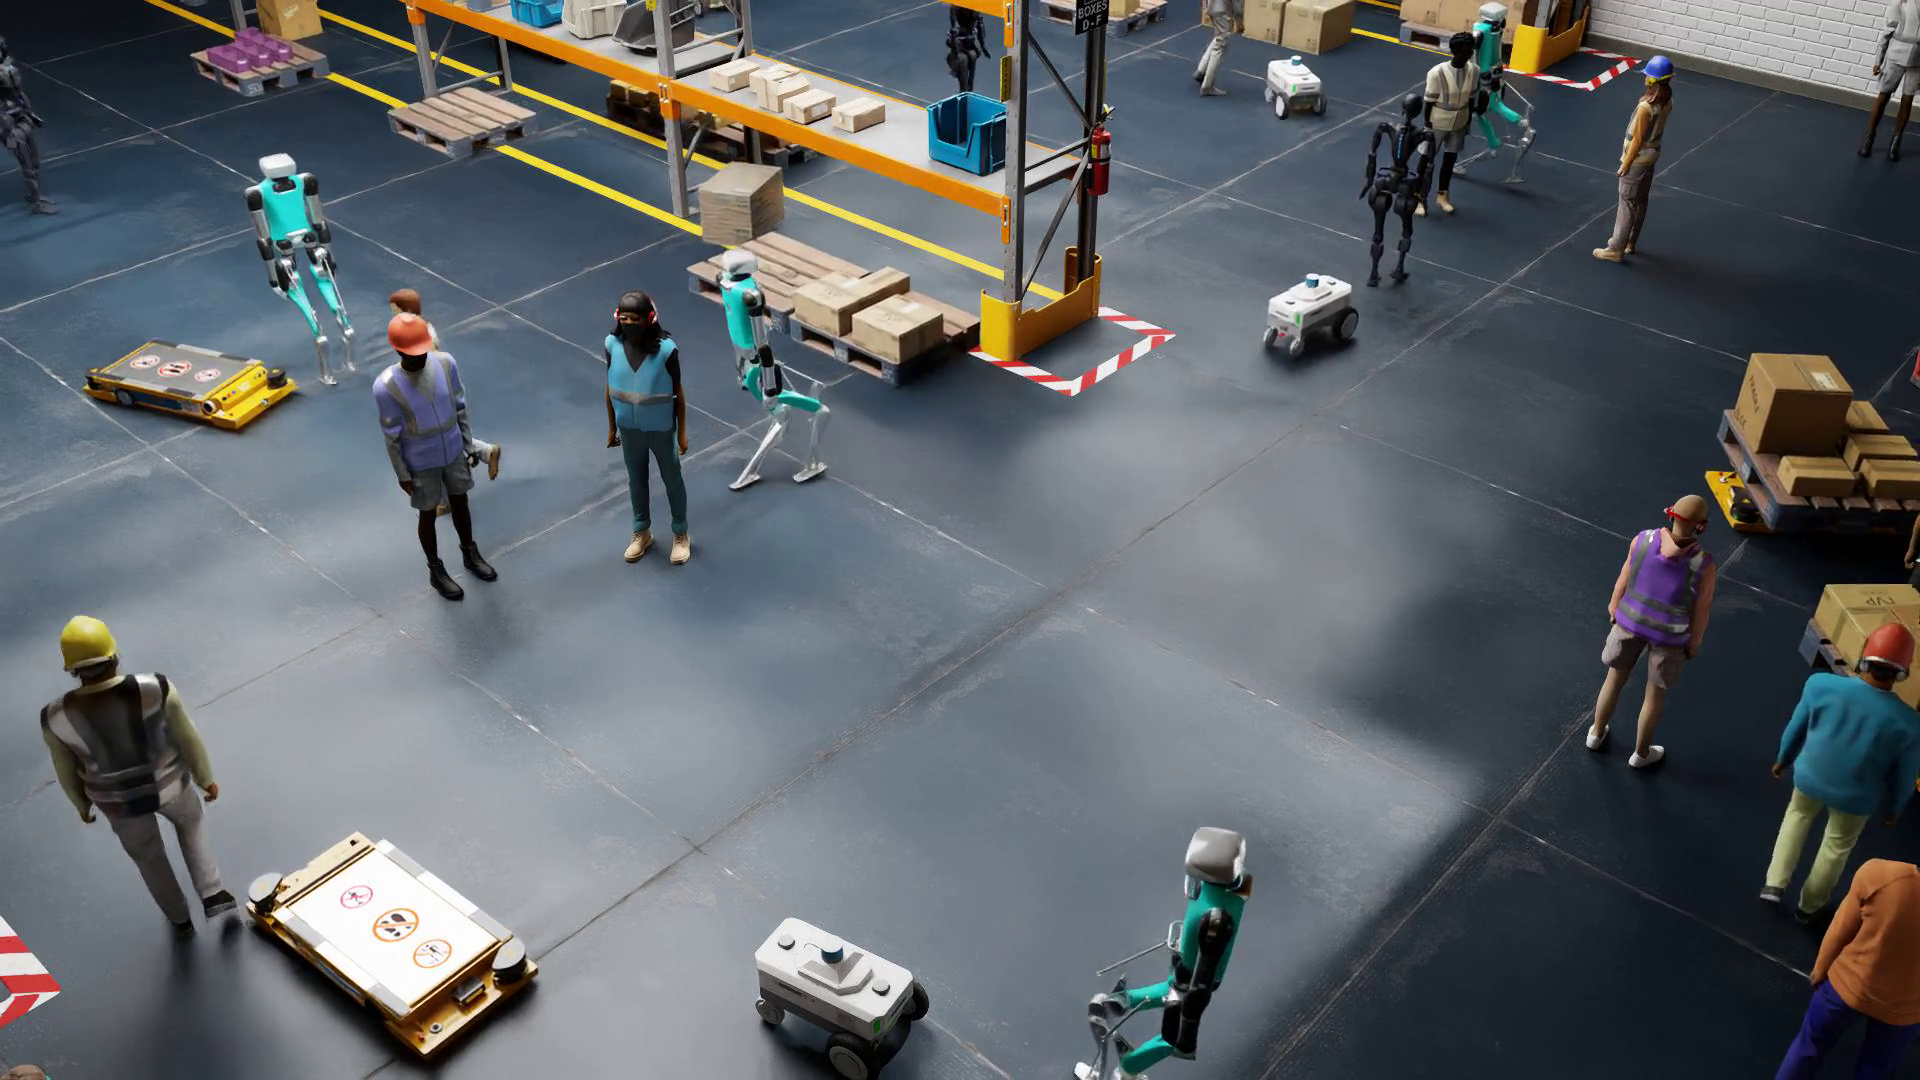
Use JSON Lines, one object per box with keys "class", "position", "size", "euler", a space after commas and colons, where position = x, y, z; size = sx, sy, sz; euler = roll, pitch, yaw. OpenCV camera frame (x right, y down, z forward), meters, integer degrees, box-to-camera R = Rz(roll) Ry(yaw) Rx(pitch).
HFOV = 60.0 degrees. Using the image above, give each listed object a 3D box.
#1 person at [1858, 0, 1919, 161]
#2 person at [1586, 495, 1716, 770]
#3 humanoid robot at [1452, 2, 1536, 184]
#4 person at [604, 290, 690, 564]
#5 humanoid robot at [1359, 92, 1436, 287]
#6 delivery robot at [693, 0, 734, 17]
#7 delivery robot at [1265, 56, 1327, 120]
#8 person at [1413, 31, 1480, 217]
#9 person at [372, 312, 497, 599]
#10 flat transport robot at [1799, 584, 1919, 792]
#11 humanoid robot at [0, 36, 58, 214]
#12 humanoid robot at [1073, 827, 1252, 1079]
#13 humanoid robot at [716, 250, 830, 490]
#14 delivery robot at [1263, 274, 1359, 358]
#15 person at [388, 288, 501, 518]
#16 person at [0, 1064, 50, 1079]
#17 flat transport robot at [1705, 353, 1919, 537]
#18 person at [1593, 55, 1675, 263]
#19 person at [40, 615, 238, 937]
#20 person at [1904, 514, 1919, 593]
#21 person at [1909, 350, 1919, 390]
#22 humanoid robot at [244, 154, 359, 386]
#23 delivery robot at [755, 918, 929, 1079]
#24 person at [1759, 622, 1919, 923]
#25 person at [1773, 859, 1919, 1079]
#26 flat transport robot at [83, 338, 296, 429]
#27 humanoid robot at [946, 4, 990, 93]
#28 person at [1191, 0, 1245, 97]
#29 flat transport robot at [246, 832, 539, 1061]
{"class": "person", "position": [9.148, -4.636, 16.075], "size": [0.547, 1.924, 0.385], "euler": [14, 37, 19]}
{"class": "person", "position": [3.685, 0.485, 8.852], "size": [0.497, 1.693, 0.344], "euler": [27, 43, 33]}
{"class": "humanoid robot", "position": [5.042, -4.042, 15.409], "size": [1.047, 1.750, 0.566], "euler": [27, 43, 33]}
{"class": "person", "position": [-1.953, -0.703, 10.423], "size": [0.521, 1.866, 0.391], "euler": [4, 35, 6]}
{"class": "humanoid robot", "position": [3.614, -2.920, 13.800], "size": [0.588, 1.654, 0.384], "euler": [16, 38, 22]}
{"class": "delivery robot", "position": [-3.102, -6.749, 20.328], "size": [0.499, 0.585, 0.777], "euler": [-21, 40, -27]}
{"class": "delivery robot", "position": [3.511, -4.756, 17.465], "size": [0.499, 0.614, 0.808], "euler": [-8, 35, -12]}
{"class": "person", "position": [4.387, -3.750, 14.994], "size": [0.534, 1.693, 0.320], "euler": [-9, 36, -13]}
{"class": "person", "position": [-3.186, -0.516, 10.101], "size": [0.382, 1.931, 0.540], "euler": [28, 43, 34]}
{"class": "flat transport robot", "position": [5.498, 0.964, 9.414], "size": [0.659, 0.231, 1.431], "euler": [-1, 35, -1]}
{"class": "humanoid robot", "position": [-8.549, -3.776, 15.052], "size": [0.383, 1.648, 0.610], "euler": [-4, 35, -5]}
{"class": "humanoid robot", "position": [0.715, 1.861, 6.874], "size": [0.828, 1.804, 0.531], "euler": [7, 35, 10]}
{"class": "humanoid robot", "position": [-1.201, -1.157, 11.216], "size": [0.887, 1.782, 0.565], "euler": [-19, 39, -25]}
{"class": "delivery robot", "position": [2.766, -1.825, 13.193], "size": [0.765, 0.583, 0.499], "euler": [-27, 43, -33]}
{"class": "person", "position": [-3.405, -0.933, 10.961], "size": [0.596, 1.639, 0.435], "euler": [-20, 39, -27]}
{"class": "person", "position": [-3.141, 2.470, 6.004], "size": [0.495, 1.661, 0.335], "euler": [20, 39, 26]}
{"class": "flat transport robot", "position": [5.865, -0.281, 11.217], "size": [1.431, 0.231, 0.659], "euler": [3, 35, 4]}
{"class": "person", "position": [5.780, -3.244, 14.182], "size": [0.463, 1.778, 0.311], "euler": [-29, 44, -35]}
{"class": "person", "position": [-3.853, 1.135, 7.805], "size": [0.621, 1.809, 0.460], "euler": [-18, 38, -24]}
{"class": "person", "position": [5.553, 0.106, 9.282], "size": [0.499, 1.839, 0.343], "euler": [27, 43, 34]}
{"class": "person", "position": [7.466, -1.918, 12.267], "size": [0.527, 1.772, 0.302], "euler": [-23, 41, -29]}
{"class": "humanoid robot", "position": [-4.781, -1.924, 12.303], "size": [0.537, 1.799, 0.668], "euler": [-28, 44, -34]}
{"class": "delivery robot", "position": [-0.546, 2.062, 7.584], "size": [0.788, 0.610, 0.499], "euler": [19, 39, 25]}
{"class": "person", "position": [4.178, 1.128, 7.877], "size": [0.597, 1.732, 0.372], "euler": [29, 44, 35]}
{"class": "person", "position": [3.721, 1.804, 6.706], "size": [0.515, 1.972, 0.405], "euler": [21, 40, 28]}
{"class": "flat transport robot", "position": [-5.816, -1.186, 12.528], "size": [1.431, 0.231, 0.659], "euler": [12, 36, 17]}
{"class": "humanoid robot", "position": [0.068, -4.952, 16.744], "size": [0.354, 1.654, 0.603], "euler": [22, 40, 29]}
{"class": "person", "position": [2.760, -5.566, 17.478], "size": [0.435, 1.862, 0.639], "euler": [-11, 36, -15]}
{"class": "flat transport robot", "position": [-2.768, 1.905, 8.051], "size": [1.431, 0.231, 0.659], "euler": [24, 41, 31]}
